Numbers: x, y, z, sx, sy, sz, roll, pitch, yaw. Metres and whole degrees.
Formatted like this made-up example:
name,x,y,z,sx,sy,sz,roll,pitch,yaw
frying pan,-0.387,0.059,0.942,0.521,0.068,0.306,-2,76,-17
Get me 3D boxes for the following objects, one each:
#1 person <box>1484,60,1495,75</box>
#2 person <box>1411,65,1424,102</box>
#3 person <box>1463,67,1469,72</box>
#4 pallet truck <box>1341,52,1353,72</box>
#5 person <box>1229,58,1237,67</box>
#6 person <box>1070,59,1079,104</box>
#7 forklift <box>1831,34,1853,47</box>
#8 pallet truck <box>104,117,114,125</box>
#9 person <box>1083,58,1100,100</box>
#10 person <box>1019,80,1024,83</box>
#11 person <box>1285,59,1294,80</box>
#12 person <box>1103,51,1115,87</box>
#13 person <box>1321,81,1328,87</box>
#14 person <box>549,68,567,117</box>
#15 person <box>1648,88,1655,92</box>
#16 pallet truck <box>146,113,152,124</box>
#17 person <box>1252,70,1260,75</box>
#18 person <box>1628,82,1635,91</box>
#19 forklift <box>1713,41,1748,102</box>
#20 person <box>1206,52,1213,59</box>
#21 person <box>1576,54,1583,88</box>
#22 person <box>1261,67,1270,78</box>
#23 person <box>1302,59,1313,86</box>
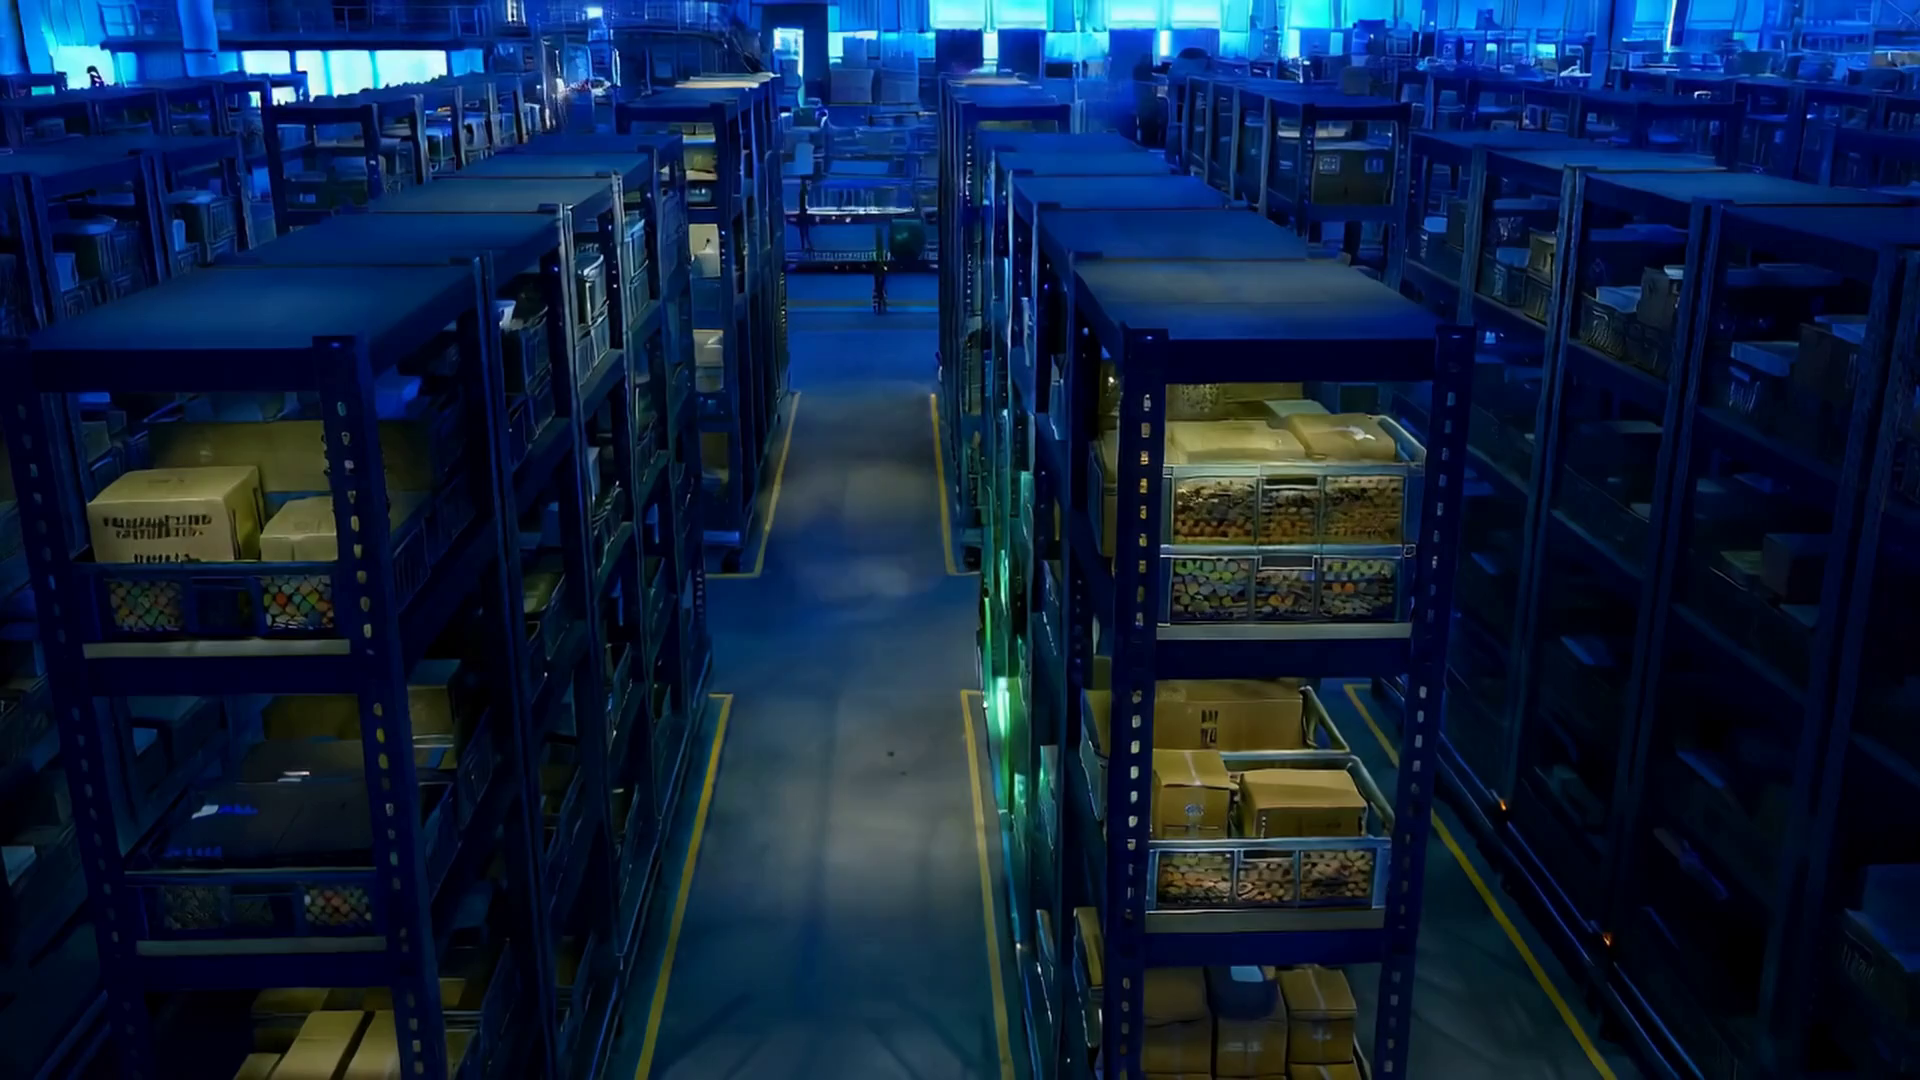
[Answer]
name,x,y,z,sx,sy,sz,roll,pitch,yaw
person,24.324,-21.130,76.385,0.558,1.798,0.851,-5,19,-15
person,18.774,-18.454,68.003,0.990,1.871,0.596,-2,18,-7
person,18.925,-16.807,62.617,1.030,2.000,0.696,9,20,25
pallet truck,18.794,-23.123,82.231,0.823,1.965,1.885,-13,22,-35
person,13.439,-22.925,82.084,0.503,1.695,0.899,2,18,7
person,5.058,-20.215,73.325,0.361,1.939,0.542,0,18,-1
forklift,44.028,-23.961,83.412,1.129,2.768,1.873,-1,18,-2
pallet truck,-18.367,-7.885,35.078,1.885,1.965,0.823,1,18,2
person,5.997,-20.903,75.508,0.939,1.897,0.663,-2,18,-7
person,1.935,-13.066,51.047,0.394,2.037,0.605,4,18,13
person,16.138,-22.733,81.582,0.861,1.647,0.544,-16,24,-41
person,7.883,-24.918,87.971,0.668,1.896,0.948,13,22,34
person,12.377,-14.780,56.818,0.549,1.745,0.421,3,18,9
person,-15.780,-17.577,65.324,0.634,1.824,1.016,0,18,-1
person,21.514,-13.206,51.933,0.525,1.756,0.364,14,22,36
pallet truck,-18.087,-8.309,36.390,1.885,1.965,0.823,-1,18,-4
person,10.558,-15.771,59.482,0.378,1.996,0.611,-11,21,-32
person,25.402,-16.880,63.160,0.671,1.850,0.513,-7,19,-21
forklift,31.051,-18.679,67.067,1.129,2.768,1.873,-1,18,-2
person,13.124,-24.756,87.562,0.430,1.835,0.630,-10,21,-29
person,30.570,-22.935,81.779,0.376,1.918,0.584,-5,19,-14
person,11.913,-17.608,65.333,0.962,1.888,0.573,0,18,-1
person,15.721,-20.794,75.226,0.518,1.874,0.330,8,20,24
